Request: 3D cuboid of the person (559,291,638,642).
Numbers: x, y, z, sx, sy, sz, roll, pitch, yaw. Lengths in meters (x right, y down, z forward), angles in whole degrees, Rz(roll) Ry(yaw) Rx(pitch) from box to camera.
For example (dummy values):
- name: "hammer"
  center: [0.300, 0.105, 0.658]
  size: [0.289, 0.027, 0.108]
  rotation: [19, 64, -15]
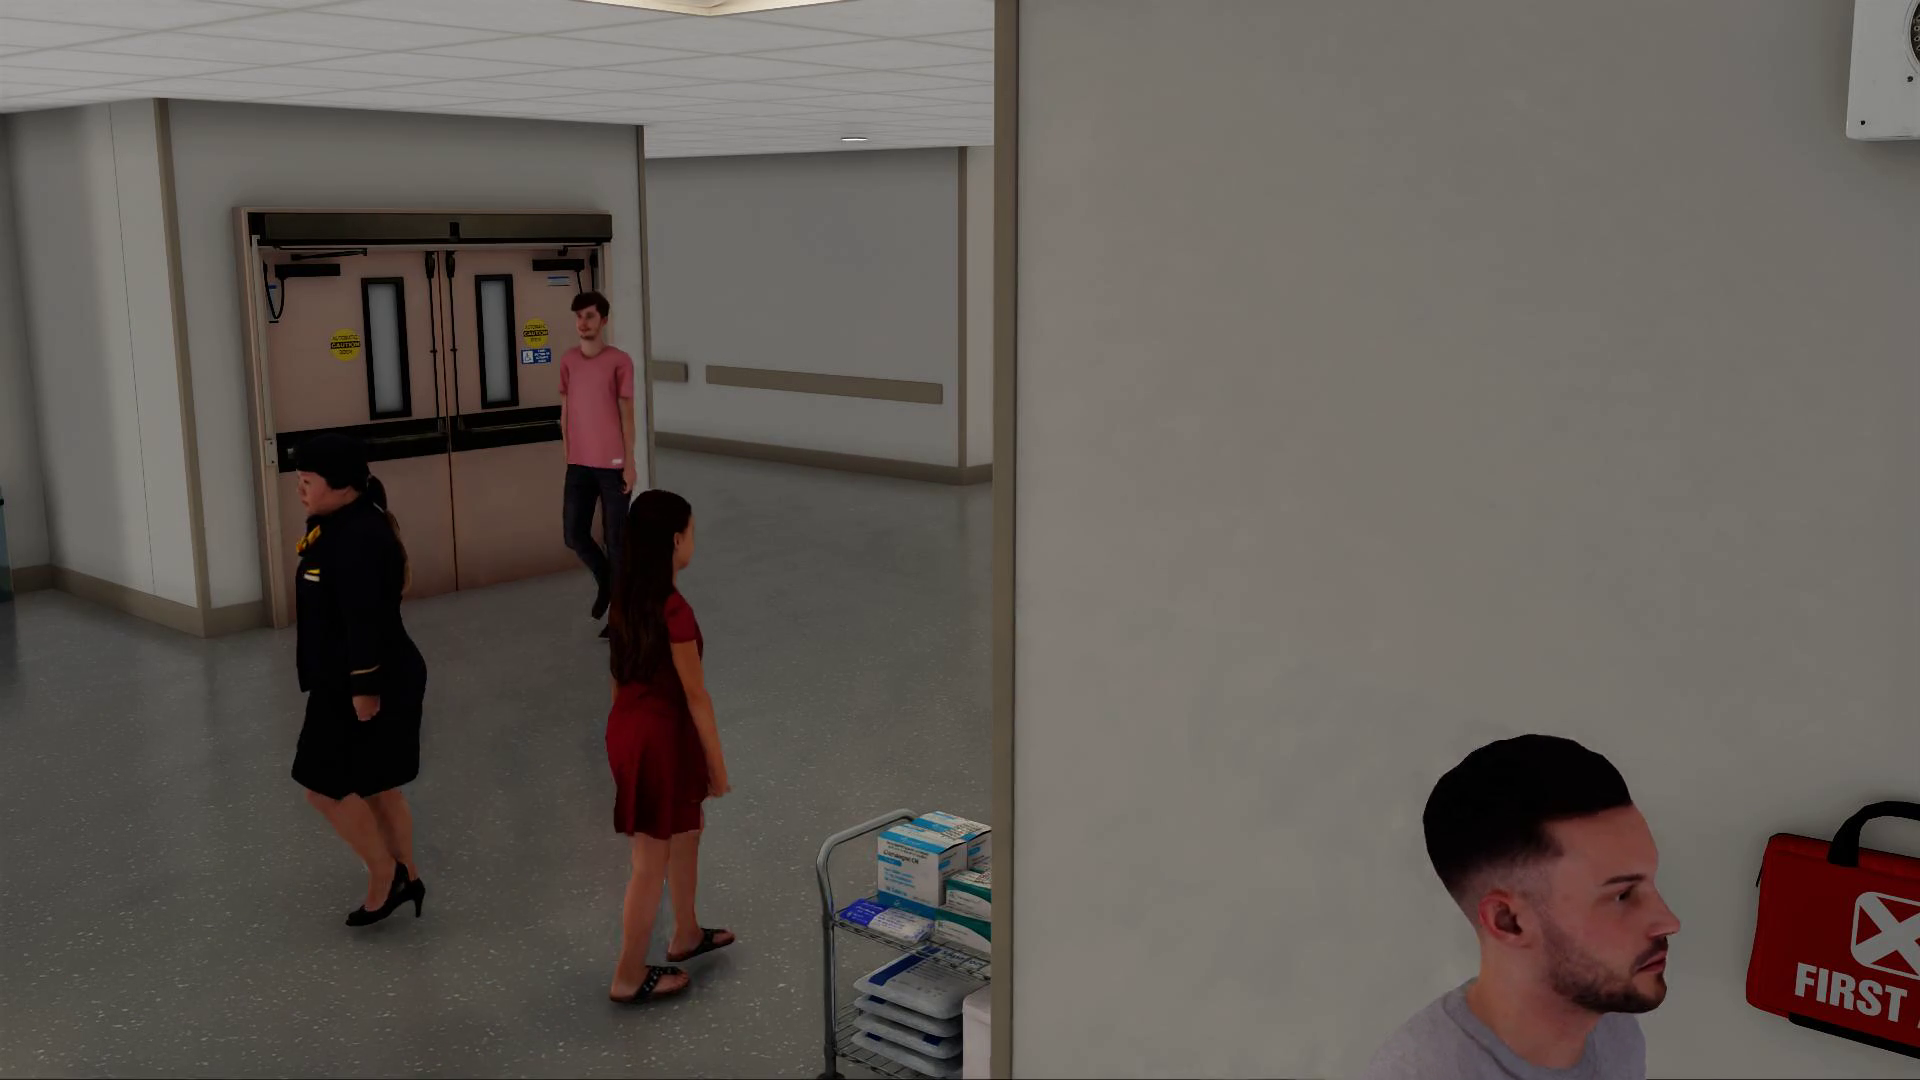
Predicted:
- name: "person"
  center: [-1.987, -0.422, 9.423]
  size: [0.806, 1.945, 0.884]
  rotation: [2, 11, 12]

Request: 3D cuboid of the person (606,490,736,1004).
- name: "person"
  center: [-0.973, 0.634, 4.959]
  size: [0.755, 1.533, 0.630]
  rotation: [-9, 14, -39]

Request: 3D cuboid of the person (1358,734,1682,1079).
- name: "person"
  center: [0.508, 1.077, 1.838]
  size: [0.824, 1.827, 0.815]
  rotation: [-9, 14, -40]

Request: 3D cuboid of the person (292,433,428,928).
- name: "person"
  center: [-1.869, 0.480, 5.443]
  size: [0.855, 1.656, 0.848]
  rotation: [-4, 11, -19]
